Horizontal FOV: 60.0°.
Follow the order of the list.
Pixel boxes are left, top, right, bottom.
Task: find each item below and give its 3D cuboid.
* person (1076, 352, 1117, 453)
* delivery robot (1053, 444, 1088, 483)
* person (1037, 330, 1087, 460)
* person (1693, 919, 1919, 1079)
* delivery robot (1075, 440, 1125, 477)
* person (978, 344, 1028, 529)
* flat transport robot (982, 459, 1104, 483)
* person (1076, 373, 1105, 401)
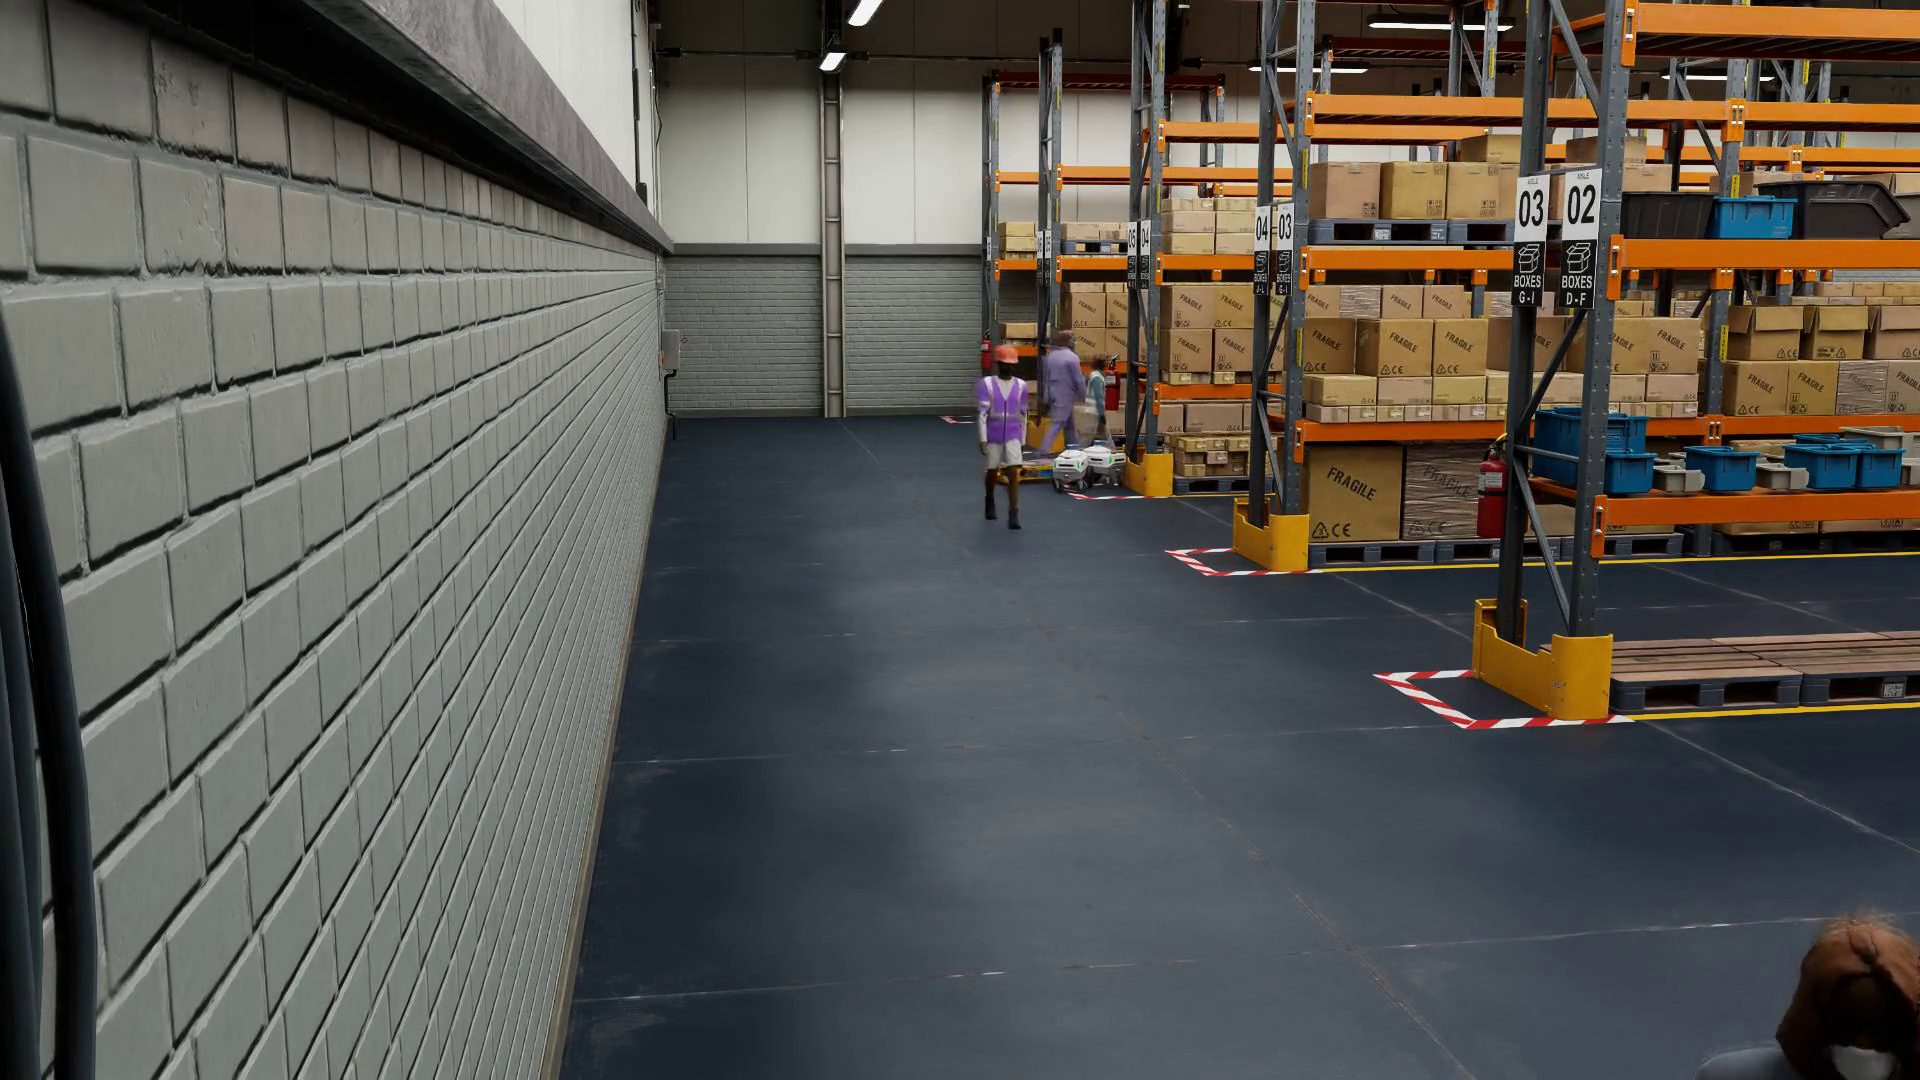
[{"bbox_3d":[1.813,-1.645,21.665,0.805,1.592,0.528,2,9,12],"label":"person"},{"bbox_3d":[1.329,-0.907,20.025,0.477,0.478,0.707,2,9,12],"label":"delivery robot"},{"bbox_3d":[1.426,-1.915,22.570,1.035,1.851,0.629,-4,10,-25],"label":"person"},{"bbox_3d":[1.453,1.404,2.789,0.512,1.625,0.388,6,11,33],"label":"person"},{"bbox_3d":[1.691,-0.984,20.500,0.707,0.478,0.477,9,13,43],"label":"delivery robot"},{"bbox_3d":[0.439,-1.095,17.343,0.547,1.907,0.891,-1,9,-8],"label":"person"},{"bbox_3d":[1.066,-0.889,21.075,1.431,0.197,0.652,-4,10,-23],"label":"flat transport robot"},{"bbox_3d":[2.123,-2.652,26.907,0.502,1.909,0.613,-8,12,-41],"label":"person"}]
